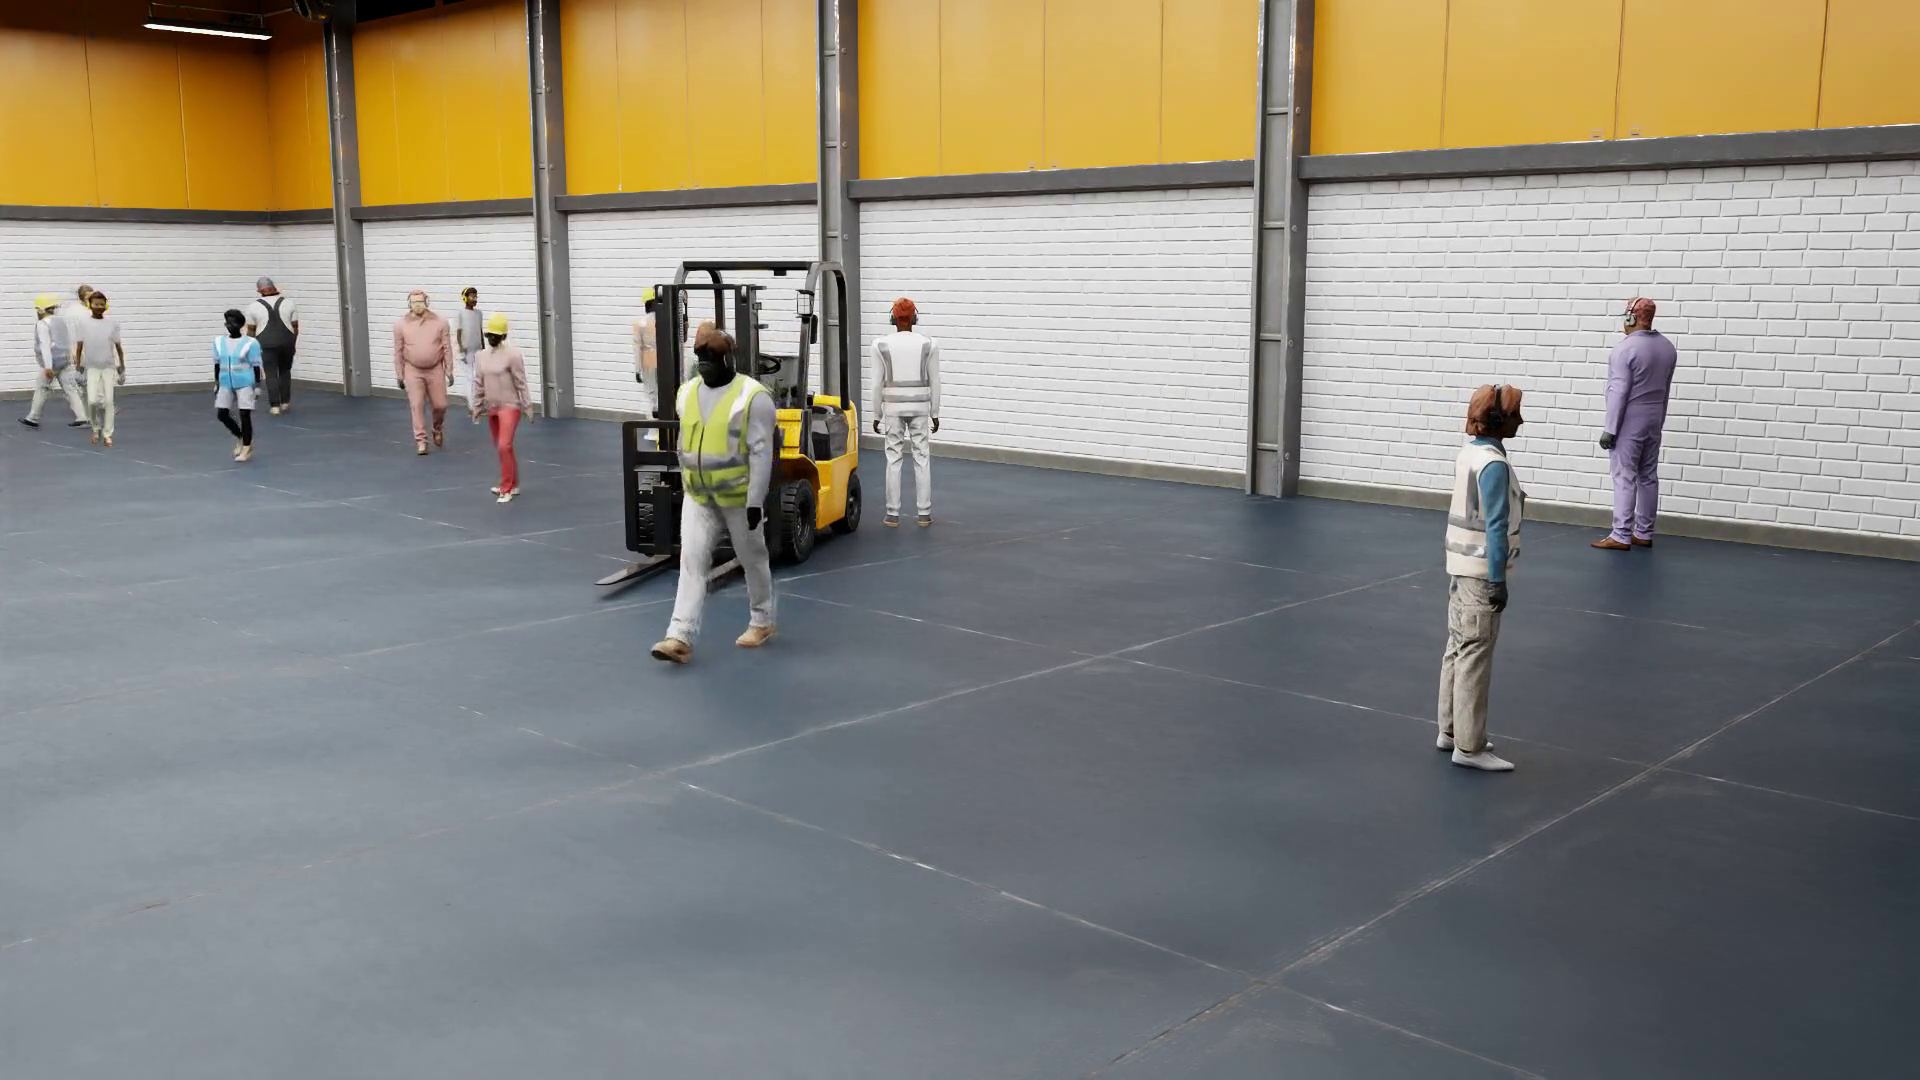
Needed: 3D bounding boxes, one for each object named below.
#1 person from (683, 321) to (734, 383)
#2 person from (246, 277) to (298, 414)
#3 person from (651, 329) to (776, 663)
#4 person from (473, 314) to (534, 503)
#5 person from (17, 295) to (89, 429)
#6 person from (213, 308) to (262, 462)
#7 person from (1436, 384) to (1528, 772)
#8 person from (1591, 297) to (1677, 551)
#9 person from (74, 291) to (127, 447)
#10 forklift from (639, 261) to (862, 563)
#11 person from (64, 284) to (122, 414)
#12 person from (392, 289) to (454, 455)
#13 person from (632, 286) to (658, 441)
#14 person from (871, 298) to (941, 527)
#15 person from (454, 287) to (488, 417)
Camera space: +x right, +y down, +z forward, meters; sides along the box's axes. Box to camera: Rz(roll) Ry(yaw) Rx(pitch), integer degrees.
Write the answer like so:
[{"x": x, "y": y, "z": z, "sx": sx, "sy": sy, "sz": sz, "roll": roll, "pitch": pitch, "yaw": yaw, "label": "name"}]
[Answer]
[{"x": -2.496, "y": -1.336, "z": 16.345, "sx": 0.500, "sy": 1.603, "sz": 0.697, "roll": -6, "pitch": 11, "yaw": -33, "label": "person"}, {"x": -10.159, "y": -2.897, "z": 24.572, "sx": 0.705, "sy": 2.000, "sz": 0.814, "roll": -5, "pitch": 11, "yaw": -30, "label": "person"}, {"x": -1.311, "y": -0.238, "z": 9.032, "sx": 0.652, "sy": 1.790, "sz": 0.947, "roll": 4, "pitch": 10, "yaw": 25, "label": "person"}, {"x": -4.204, "y": -1.208, "z": 15.245, "sx": 0.661, "sy": 1.717, "sz": 0.542, "roll": 6, "pitch": 11, "yaw": 33, "label": "person"}, {"x": -12.010, "y": -2.340, "z": 21.987, "sx": 0.926, "sy": 1.779, "sz": 0.618, "roll": 1, "pitch": 9, "yaw": 5, "label": "person"}, {"x": -7.935, "y": -1.698, "z": 18.285, "sx": 0.557, "sy": 1.685, "sz": 0.388, "roll": 0, "pitch": 9, "yaw": 3, "label": "person"}, {"x": 2.229, "y": 0.153, "z": 7.106, "sx": 0.311, "sy": 1.638, "sz": 0.523, "roll": 1, "pitch": 9, "yaw": 3, "label": "person"}, {"x": 5.073, "y": -0.871, "z": 12.562, "sx": 0.640, "sy": 1.909, "sz": 0.409, "roll": -6, "pitch": 11, "yaw": -31, "label": "person"}, {"x": -10.238, "y": -2.027, "z": 19.806, "sx": 0.566, "sy": 1.853, "sz": 0.389, "roll": -6, "pitch": 11, "yaw": -32, "label": "person"}, {"x": -1.552, "y": -1.040, "z": 12.721, "sx": 1.214, "sy": 2.155, "sz": 2.313, "roll": 2, "pitch": 9, "yaw": 11, "label": "forklift"}, {"x": -12.783, "y": -2.785, "z": 24.335, "sx": 0.979, "sy": 1.907, "sz": 0.633, "roll": 1, "pitch": 9, "yaw": 9, "label": "person"}, {"x": -6.164, "y": -1.935, "z": 19.117, "sx": 0.667, "sy": 1.892, "sz": 0.589, "roll": -3, "pitch": 10, "yaw": -19, "label": "person"}, {"x": -3.706, "y": -2.153, "z": 20.418, "sx": 0.607, "sy": 1.906, "sz": 0.589, "roll": -5, "pitch": 11, "yaw": -30, "label": "person"}, {"x": -0.445, "y": -1.044, "z": 13.692, "sx": 0.575, "sy": 1.885, "sz": 0.355, "roll": -1, "pitch": 9, "yaw": -6, "label": "person"}, {"x": -6.984, "y": -2.690, "z": 23.866, "sx": 0.398, "sy": 1.858, "sz": 0.544, "roll": 7, "pitch": 12, "yaw": 36, "label": "person"}]
